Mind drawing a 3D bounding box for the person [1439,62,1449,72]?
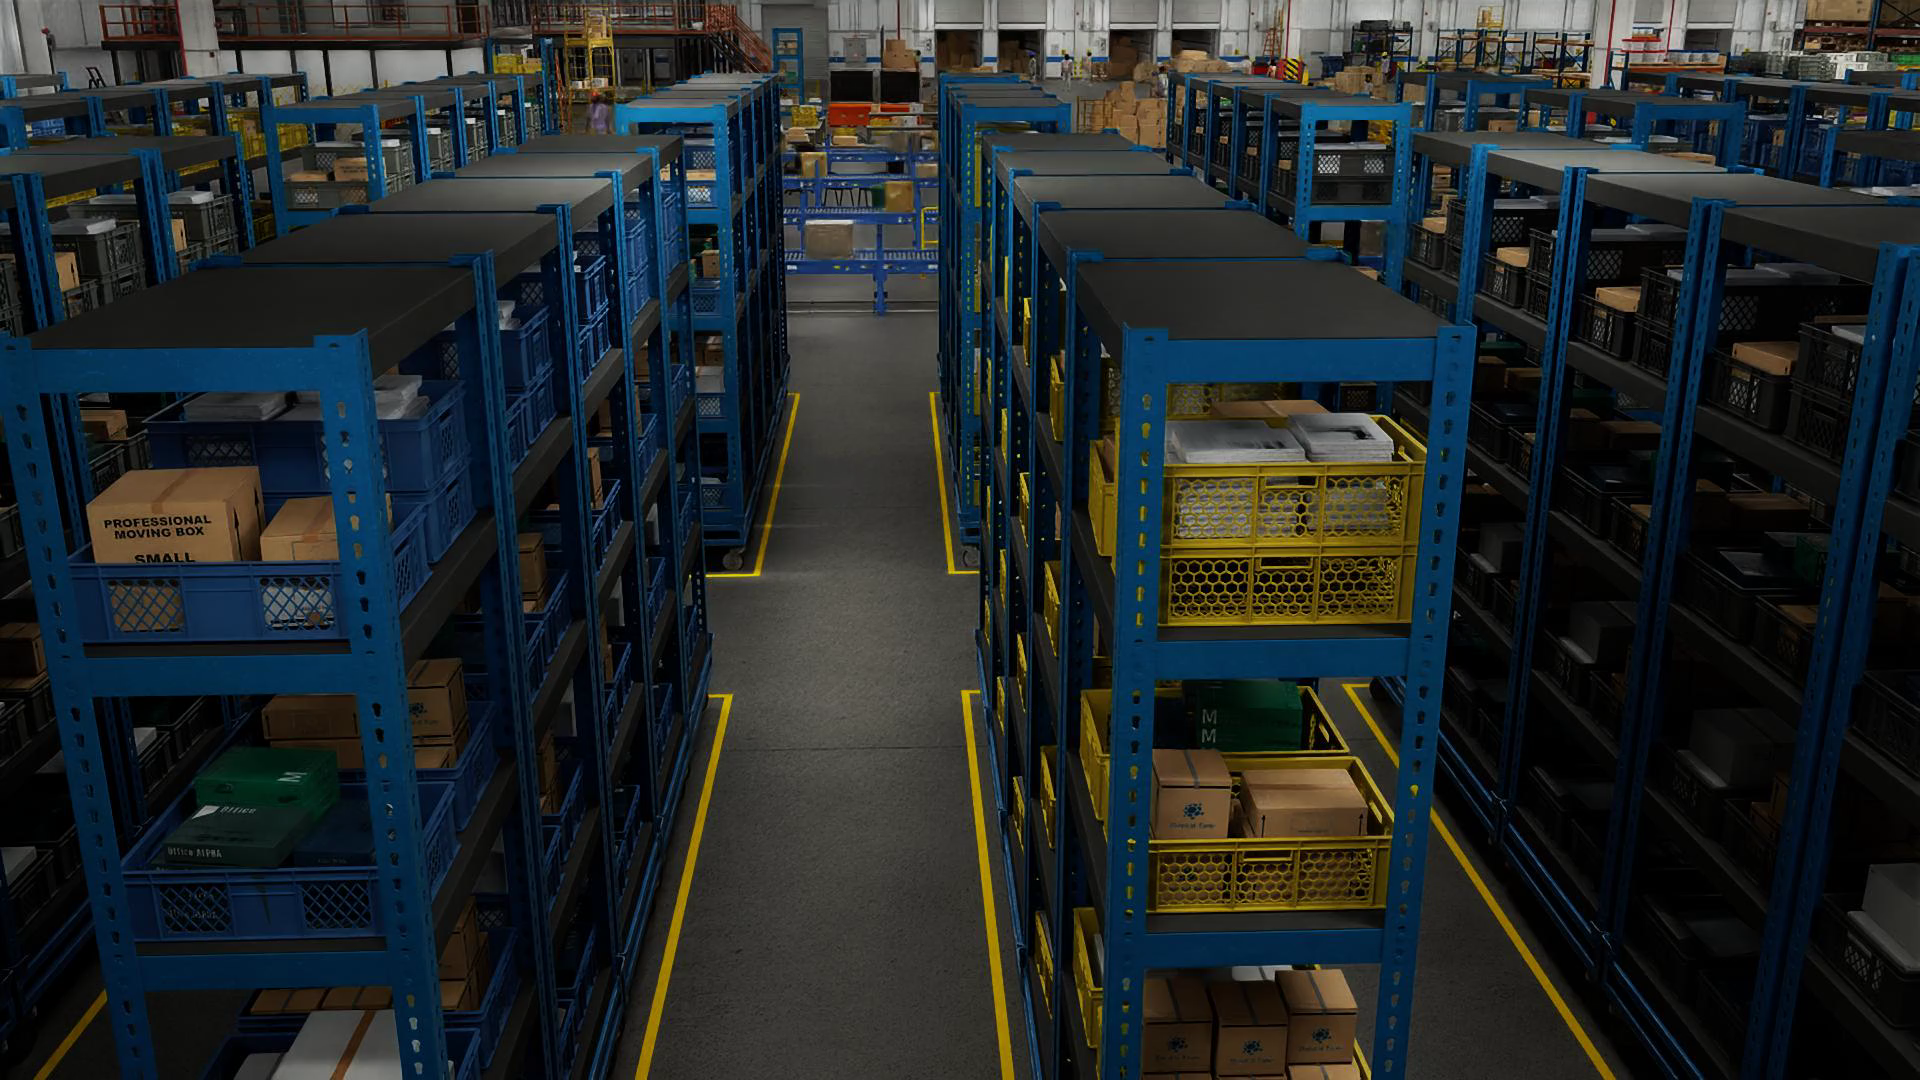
[{"bbox_3d":[20.802,-19.736,72.034,0.793,1.815,0.519,-8,20,-24],"label":"person"}]

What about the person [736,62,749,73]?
[{"bbox_3d":[-9.412,-19.856,72.381,0.588,1.819,1.030,6,19,17],"label":"person"}]

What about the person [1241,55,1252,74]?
[{"bbox_3d":[13.878,-22.535,80.611,1.108,1.867,0.653,-17,24,-41],"label":"person"}]

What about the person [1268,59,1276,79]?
[{"bbox_3d":[15.086,-22.404,80.504,0.534,1.692,0.321,-17,25,-42],"label":"person"}]

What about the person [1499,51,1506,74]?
[{"bbox_3d":[28.326,-24.657,87.182,1.024,1.860,0.565,-6,19,-17],"label":"person"}]

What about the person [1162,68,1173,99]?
[{"bbox_3d":[7.972,-17.011,63.428,0.561,1.926,0.416,-5,18,-14],"label":"person"}]

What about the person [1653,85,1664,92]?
[{"bbox_3d":[22.000,-13.489,52.494,0.629,1.943,0.917,-17,24,-41],"label":"person"}]

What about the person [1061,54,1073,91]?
[{"bbox_3d":[5.379,-23.560,83.840,0.624,1.841,0.430,7,19,19],"label":"person"}]

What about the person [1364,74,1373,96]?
[{"bbox_3d":[14.554,-15.699,59.462,0.312,1.869,0.537,0,18,-2],"label":"person"}]

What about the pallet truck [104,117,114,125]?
[{"bbox_3d":[-18.367,-7.885,35.078,1.885,1.965,0.823,1,18,2],"label":"pallet truck"}]

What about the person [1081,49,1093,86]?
[{"bbox_3d":[6.862,-25.428,89.506,0.611,1.910,0.592,7,19,20],"label":"person"}]

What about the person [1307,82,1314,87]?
[{"bbox_3d":[11.943,-14.824,57.046,0.320,1.693,0.536,6,19,17],"label":"person"}]

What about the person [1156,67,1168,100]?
[{"bbox_3d":[8.021,-17.949,66.444,0.608,1.855,1.032,-14,22,-36],"label":"person"}]

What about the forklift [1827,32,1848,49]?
[{"bbox_3d":[46.023,-25.321,87.619,1.129,2.768,1.873,-1,18,-2],"label":"forklift"}]

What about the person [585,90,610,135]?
[{"bbox_3d":[-10.010,-11.277,45.566,0.642,1.996,0.994,11,21,30],"label":"person"}]

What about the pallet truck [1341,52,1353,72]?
[{"bbox_3d":[18.794,-23.123,82.231,0.823,1.965,1.885,-13,22,-35],"label":"pallet truck"}]

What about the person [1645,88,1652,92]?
[{"bbox_3d":[21.400,-13.205,51.916,0.332,1.767,0.525,-9,20,-26],"label":"person"}]

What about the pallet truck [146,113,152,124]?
[{"bbox_3d":[-18.087,-8.309,36.390,1.885,1.965,0.823,-1,18,-4],"label":"pallet truck"}]

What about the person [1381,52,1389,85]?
[{"bbox_3d":[21.532,-23.782,84.400,0.378,1.918,0.585,-4,18,-12],"label":"person"}]

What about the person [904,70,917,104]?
[{"bbox_3d":[-1.874,-16.728,62.557,0.559,1.937,0.391,8,20,24],"label":"person"}]

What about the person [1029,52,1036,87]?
[{"bbox_3d":[3.628,-23.508,83.499,0.398,1.949,0.604,-5,18,-14],"label":"person"}]

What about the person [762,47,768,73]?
[{"bbox_3d":[-10.895,-26.425,92.487,0.827,1.972,0.625,-5,19,-16],"label":"person"}]

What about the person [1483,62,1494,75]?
[{"bbox_3d":[23.003,-19.807,72.252,0.702,1.837,0.309,-4,18,-11],"label":"person"}]

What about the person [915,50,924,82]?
[{"bbox_3d":[-2.376,-26.271,92.298,0.935,1.806,0.643,13,22,35],"label":"person"}]
